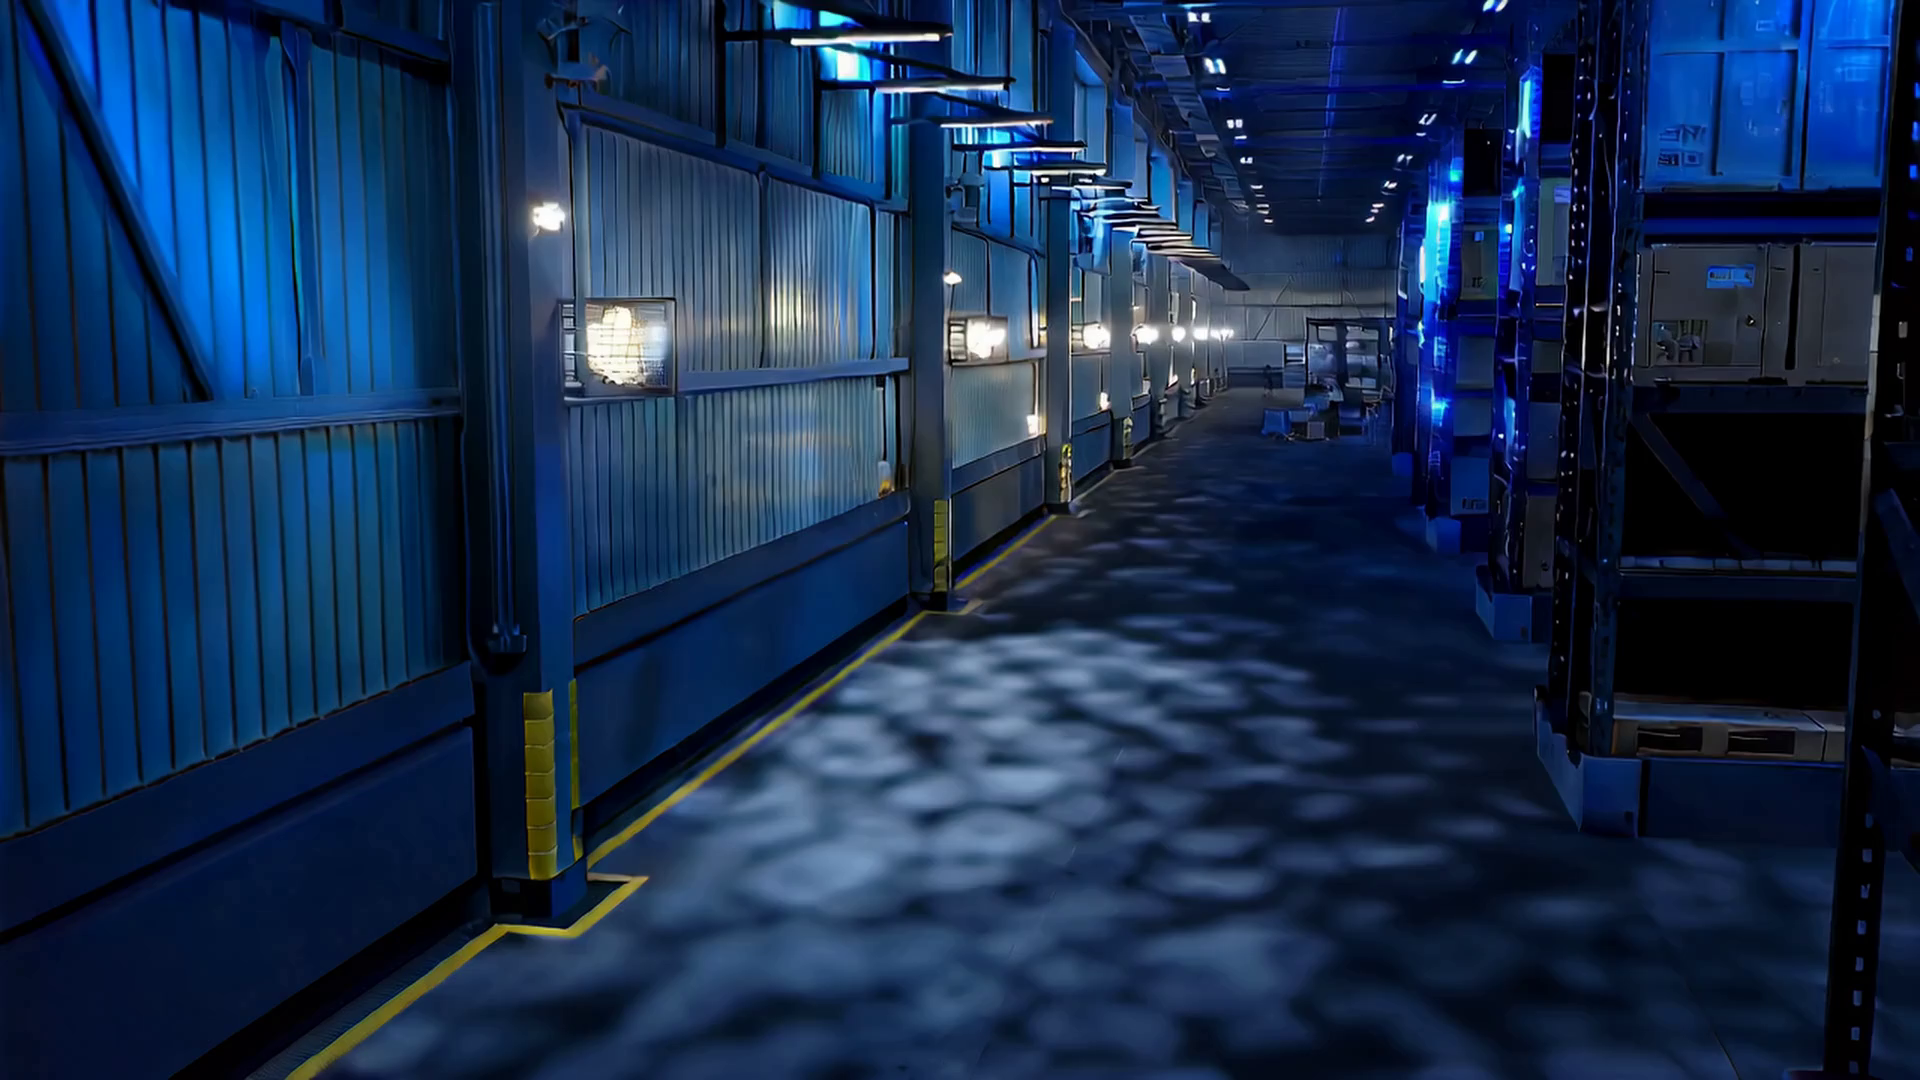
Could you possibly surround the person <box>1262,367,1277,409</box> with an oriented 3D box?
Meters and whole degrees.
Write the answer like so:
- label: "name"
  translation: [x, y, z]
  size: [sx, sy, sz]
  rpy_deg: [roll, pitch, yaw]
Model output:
- label: "person"
  translation: [12.549, -6.172, 67.445]
  size: [0.594, 1.707, 0.858]
  rpy_deg: [2, 7, 16]
